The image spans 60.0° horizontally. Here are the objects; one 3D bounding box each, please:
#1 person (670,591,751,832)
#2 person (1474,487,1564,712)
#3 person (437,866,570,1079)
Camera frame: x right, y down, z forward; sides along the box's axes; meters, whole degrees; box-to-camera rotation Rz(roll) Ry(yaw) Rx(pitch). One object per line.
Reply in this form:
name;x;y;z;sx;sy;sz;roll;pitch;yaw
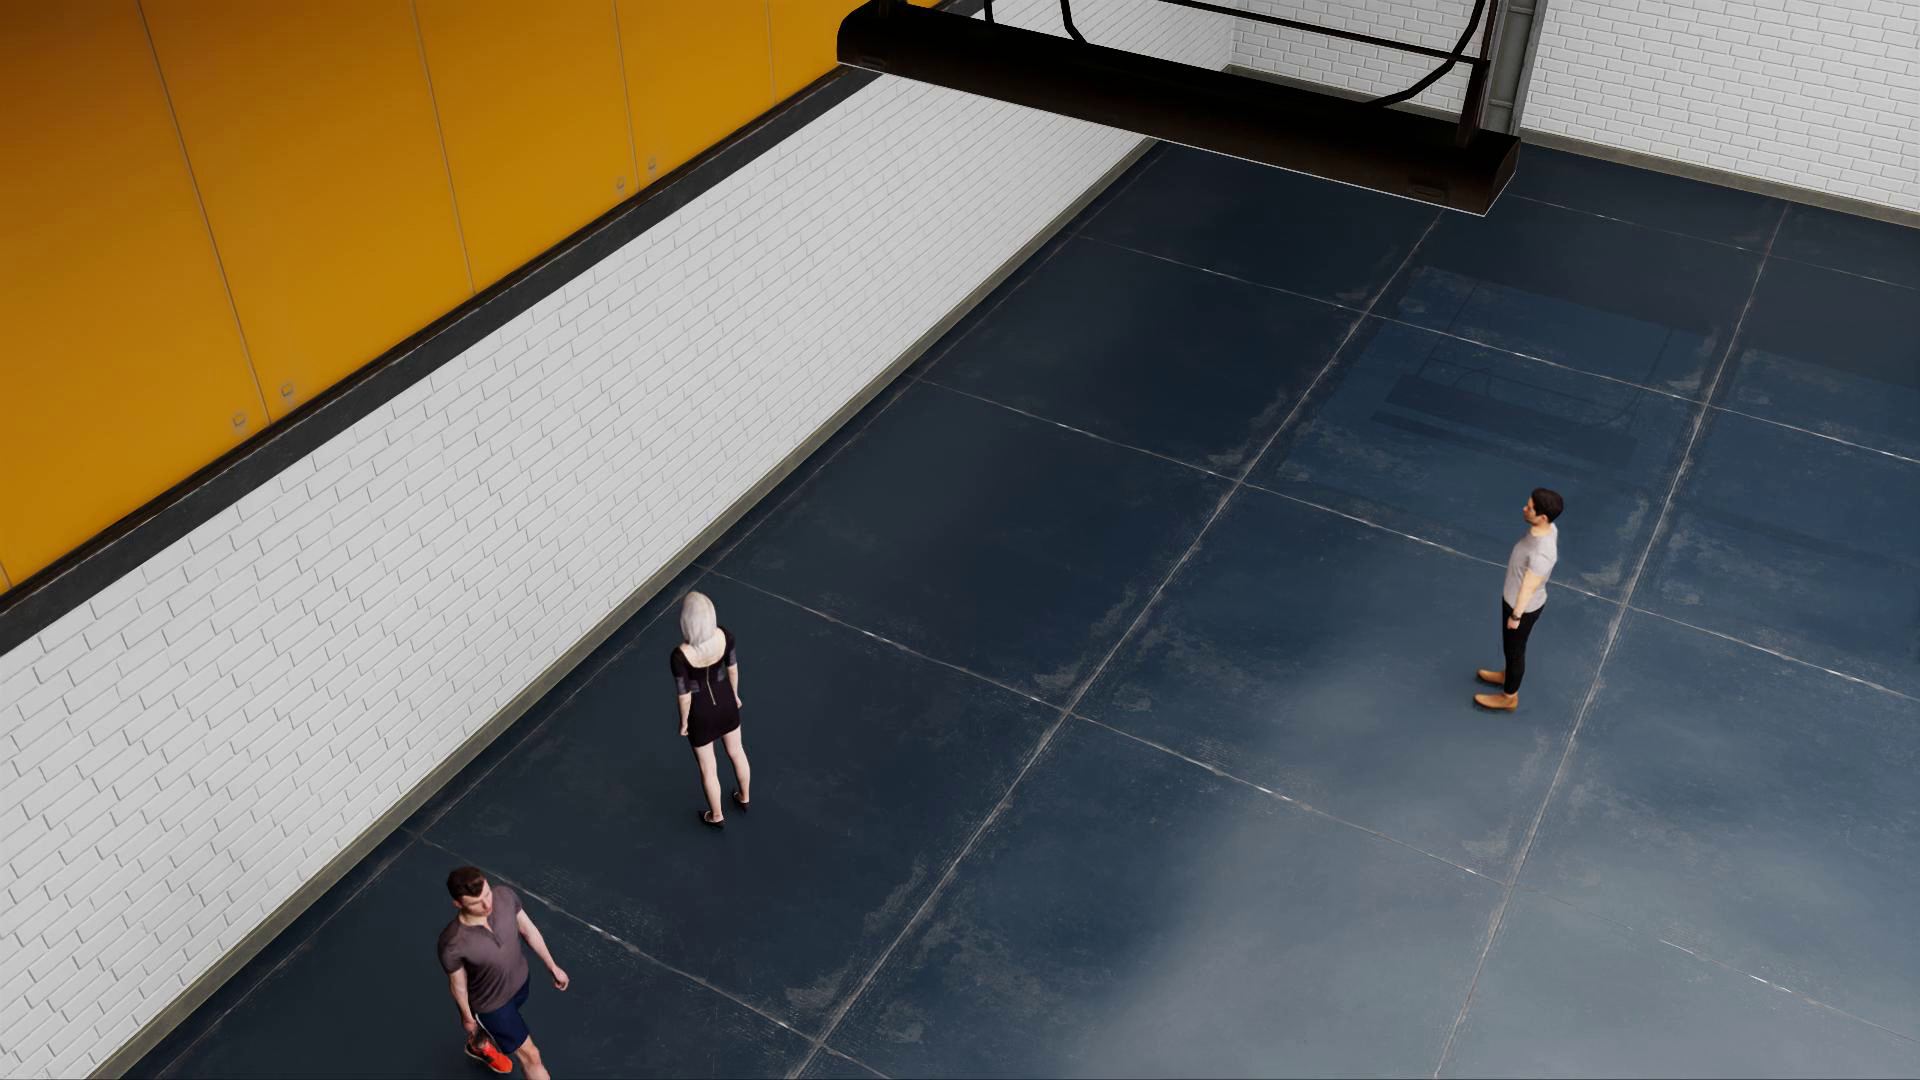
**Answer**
person;-1.483;1.020;9.905;0.634;1.829;0.612;-26;45;-29
person;3.673;0.380;10.796;0.591;1.717;0.639;10;40;13
person;-2.379;2.229;8.408;1.167;1.809;0.687;19;42;22
